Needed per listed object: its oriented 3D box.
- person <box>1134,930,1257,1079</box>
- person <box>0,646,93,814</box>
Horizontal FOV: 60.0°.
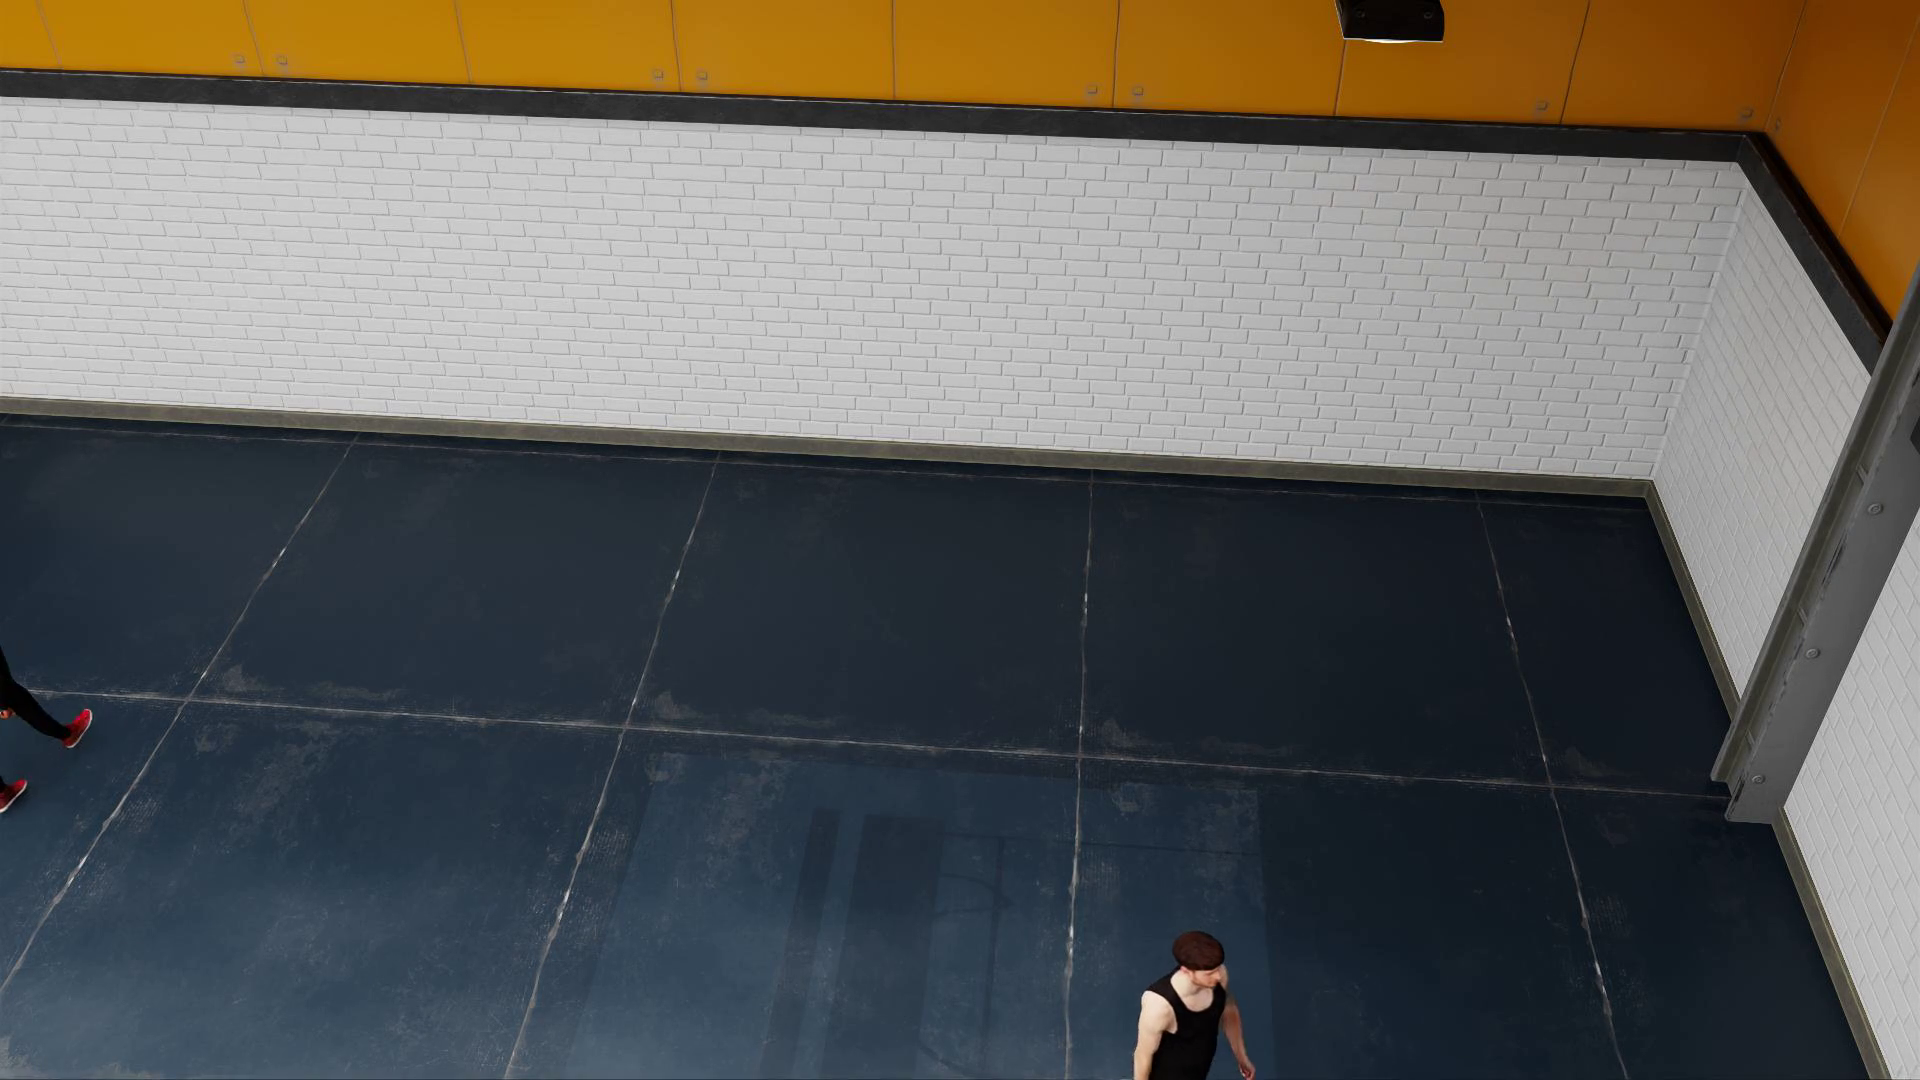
[{"bbox_3d":[0.994,2.449,7.974,1.059,1.868,1.036,29,47,32],"label":"person"},{"bbox_3d":[-5.916,0.971,10.015,0.709,1.632,1.082,9,39,11],"label":"person"}]
